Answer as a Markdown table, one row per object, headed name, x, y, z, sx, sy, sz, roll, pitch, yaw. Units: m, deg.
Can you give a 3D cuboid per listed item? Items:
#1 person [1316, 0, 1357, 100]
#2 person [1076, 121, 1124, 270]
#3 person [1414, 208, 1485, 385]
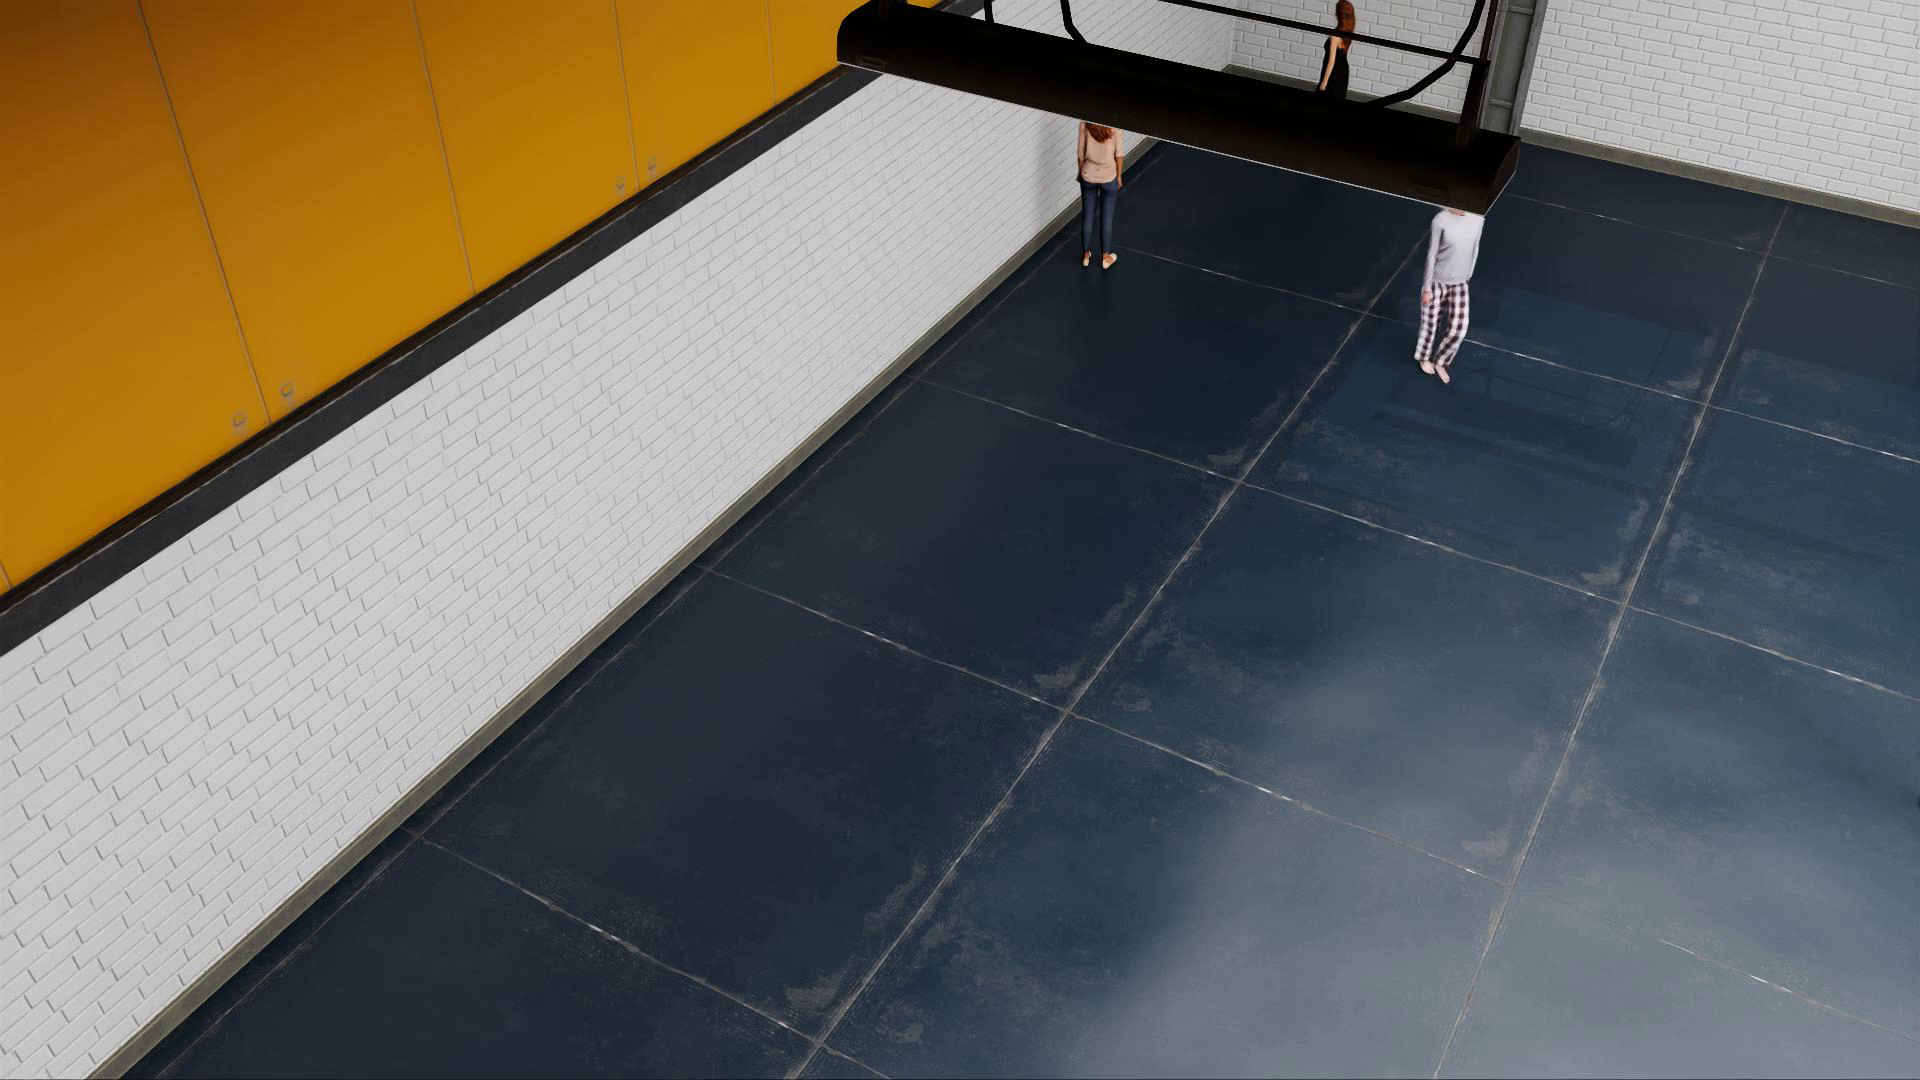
| name | x | y | z | sx | sy | sz | roll | pitch | yaw |
| --- | --- | --- | --- | --- | --- | --- | --- | --- | --- |
| person | 3.942 | -4.856 | 17.426 | 0.593 | 1.626 | 0.595 | 26 | 45 | 29 |
| person | 1.288 | -3.363 | 15.423 | 0.529 | 1.792 | 0.691 | 12 | 40 | 14 |
| person | 4.052 | -2.228 | 13.971 | 0.833 | 1.831 | 0.889 | -4 | 39 | -5 |
